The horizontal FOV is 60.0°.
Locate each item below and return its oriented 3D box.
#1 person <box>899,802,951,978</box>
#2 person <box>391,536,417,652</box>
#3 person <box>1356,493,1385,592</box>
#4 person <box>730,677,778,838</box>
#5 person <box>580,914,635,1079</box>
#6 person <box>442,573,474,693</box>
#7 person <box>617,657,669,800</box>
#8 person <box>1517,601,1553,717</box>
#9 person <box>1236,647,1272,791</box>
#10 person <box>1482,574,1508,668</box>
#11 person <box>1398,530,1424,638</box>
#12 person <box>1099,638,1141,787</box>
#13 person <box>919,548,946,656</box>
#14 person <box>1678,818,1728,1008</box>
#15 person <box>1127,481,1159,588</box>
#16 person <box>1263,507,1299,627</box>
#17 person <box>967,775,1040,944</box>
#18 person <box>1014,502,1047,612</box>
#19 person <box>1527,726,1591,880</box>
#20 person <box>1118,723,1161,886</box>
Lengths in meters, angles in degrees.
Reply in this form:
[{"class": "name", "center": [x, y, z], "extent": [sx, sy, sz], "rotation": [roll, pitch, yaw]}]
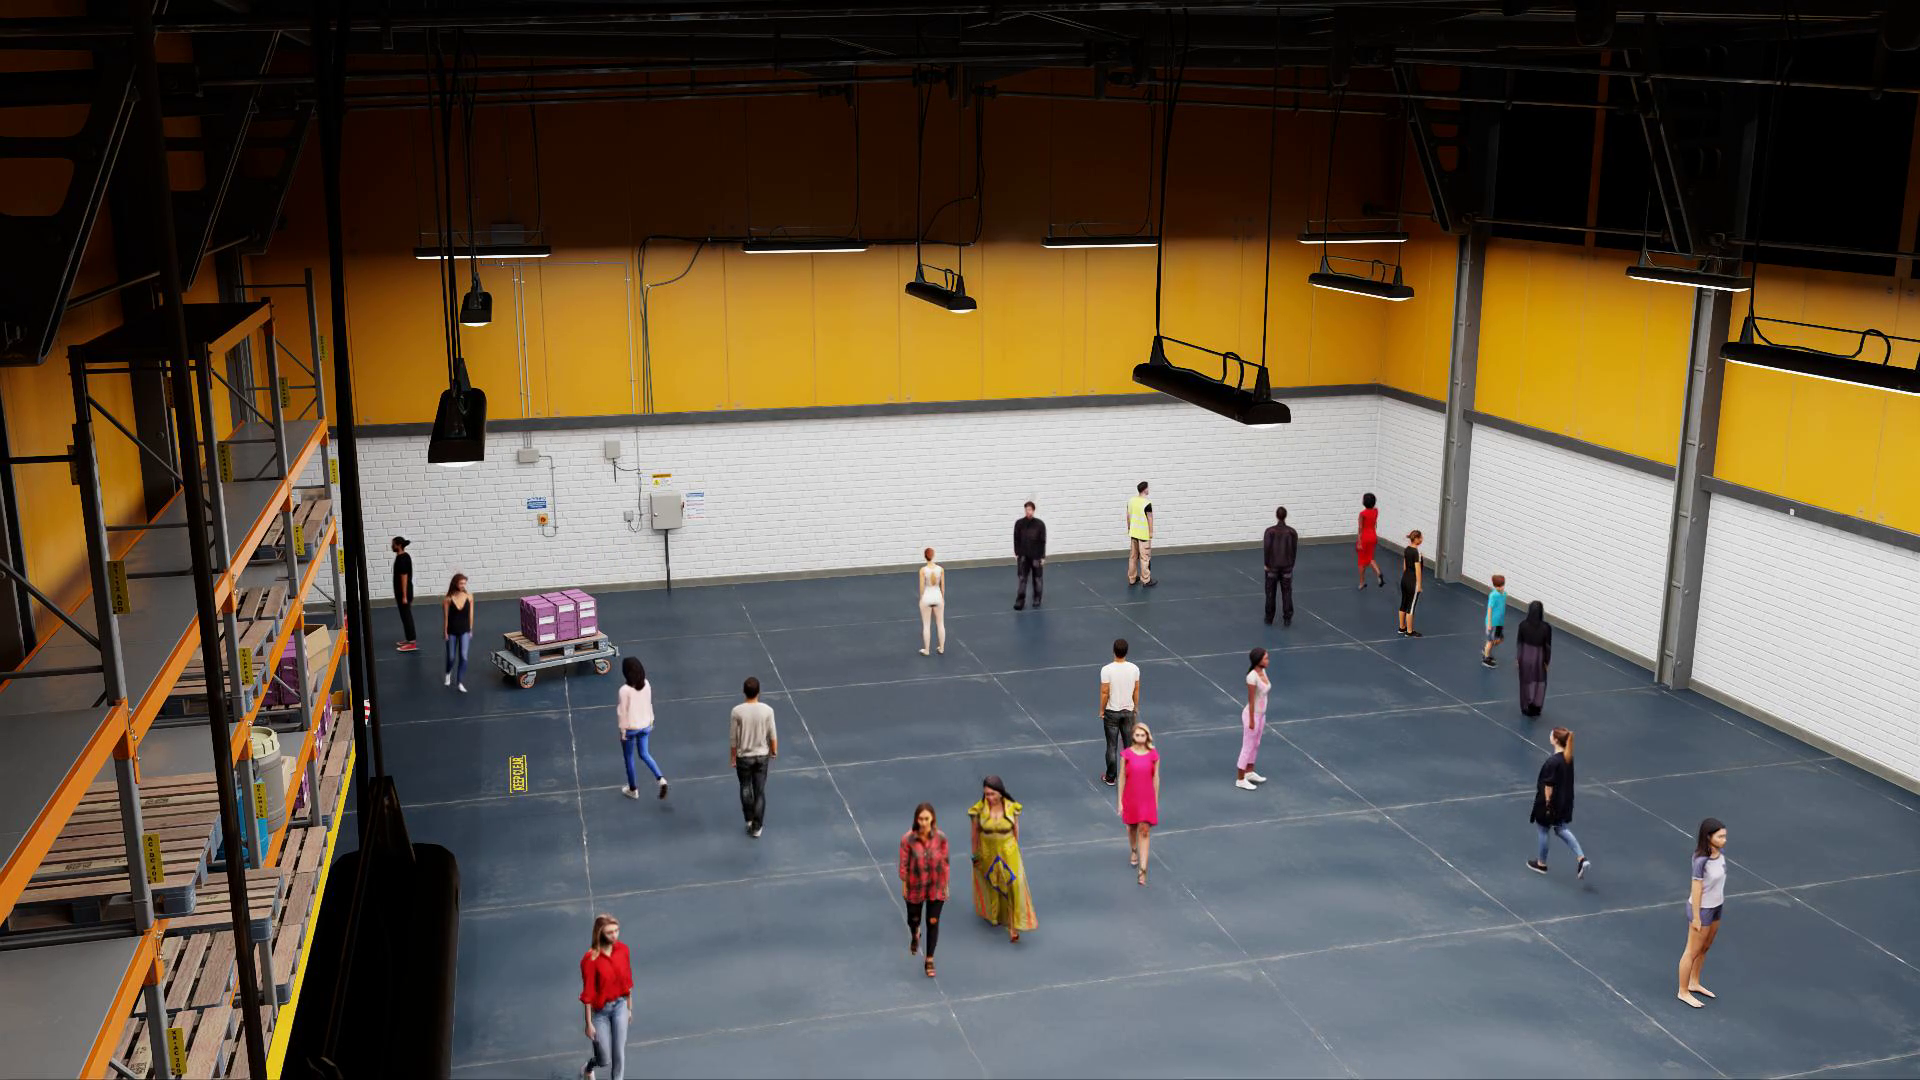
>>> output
[{"class": "person", "center": [-0.318, 3.200, 15.467], "extent": [0.676, 1.694, 0.760], "rotation": [-1, 14, -6]}, {"class": "person", "center": [-8.435, 0.797, 25.262], "extent": [0.715, 1.755, 0.518], "rotation": [-5, 14, -19]}, {"class": "person", "center": [7.007, 0.066, 28.336], "extent": [0.715, 1.729, 0.898], "rotation": [-8, 16, -30]}, {"class": "person", "center": [-2.288, 2.431, 18.424], "extent": [0.707, 1.797, 0.686], "rotation": [-2, 14, -9]}, {"class": "person", "center": [-2.846, 3.741, 13.224], "extent": [0.925, 1.698, 0.835], "rotation": [13, 19, 43]}, {"class": "person", "center": [-7.077, 1.285, 23.367], "extent": [0.731, 1.697, 0.838], "rotation": [-7, 15, -28]}, {"class": "person", "center": [-3.716, 2.225, 19.361], "extent": [1.114, 1.755, 0.972], "rotation": [12, 18, 41]}, {"class": "person", "center": [7.638, 1.606, 22.233], "extent": [0.866, 1.607, 0.943], "rotation": [7, 15, 27]}, {"class": "person", "center": [3.507, 2.113, 19.863], "extent": [0.725, 1.739, 0.666], "rotation": [8, 16, 29]}, {"class": "person", "center": [7.850, 1.166, 24.444], "extent": [0.671, 1.422, 0.779], "rotation": [-12, 18, -40]}, {"class": "person", "center": [7.045, 0.662, 26.000], "extent": [0.642, 1.669, 0.454], "rotation": [-3, 14, -12]}, {"class": "person", "center": [1.914, 2.051, 19.976], "extent": [0.630, 1.804, 0.521], "rotation": [-3, 14, -13]}, {"class": "person", "center": [-0.418, 0.915, 25.009], "extent": [0.548, 1.643, 0.477], "rotation": [-4, 14, -16]}, {"class": "person", "center": [6.686, 3.311, 14.924], "extent": [0.656, 1.733, 0.641], "rotation": [-12, 18, -40]}, {"class": "person", "center": [3.146, -0.120, 28.856], "extent": [0.813, 1.845, 0.898], "rotation": [13, 19, 43]}, {"class": "person", "center": [5.095, 0.412, 26.520], "extent": [0.757, 1.911, 0.700], "rotation": [1, 14, 4]}, {"class": "person", "center": [0.335, 3.039, 16.279], "extent": [0.888, 1.624, 1.078], "rotation": [-2, 14, -9]}, {"class": "person", "center": [1.202, 0.261, 27.392], "extent": [1.078, 1.794, 1.233], "rotation": [4, 14, 15]}, {"class": "person", "center": [6.288, 2.762, 17.330], "extent": [0.797, 1.668, 1.038], "rotation": [-9, 16, -32]}, {"class": "person", "center": [1.877, 2.712, 17.504], "extent": [0.849, 1.684, 1.125], "rotation": [2, 14, 7]}]
